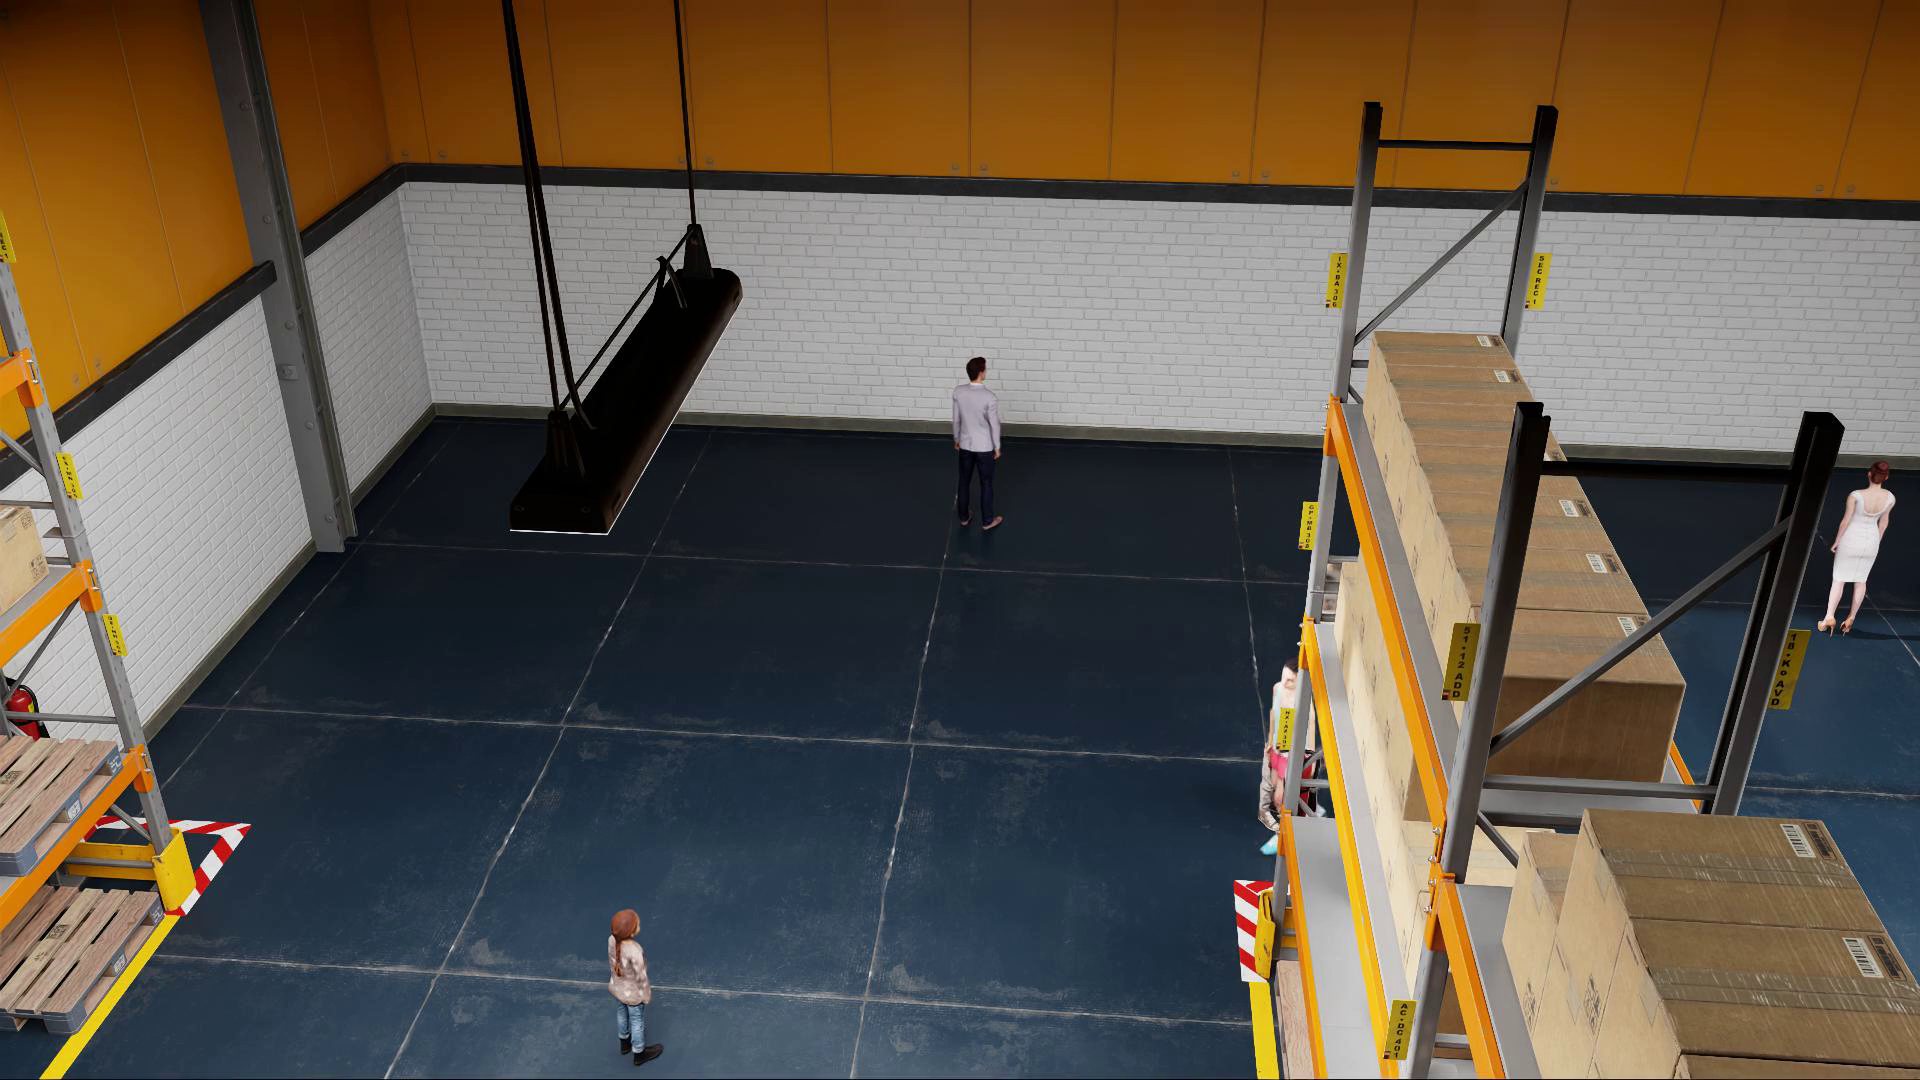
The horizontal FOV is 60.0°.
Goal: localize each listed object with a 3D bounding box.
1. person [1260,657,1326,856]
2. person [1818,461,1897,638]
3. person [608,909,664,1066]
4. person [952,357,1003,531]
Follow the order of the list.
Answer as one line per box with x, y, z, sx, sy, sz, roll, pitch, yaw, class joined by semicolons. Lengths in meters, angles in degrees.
2.522;1.587;12.436;0.937;1.727;0.929;-15;32;-25;person
8.176;0.072;15.145;0.568;1.793;0.473;4;29;7;person
-2.129;2.855;10.667;0.548;1.195;0.592;22;36;35;person
0.164;-0.989;17.032;0.756;1.848;0.723;14;32;24;person
